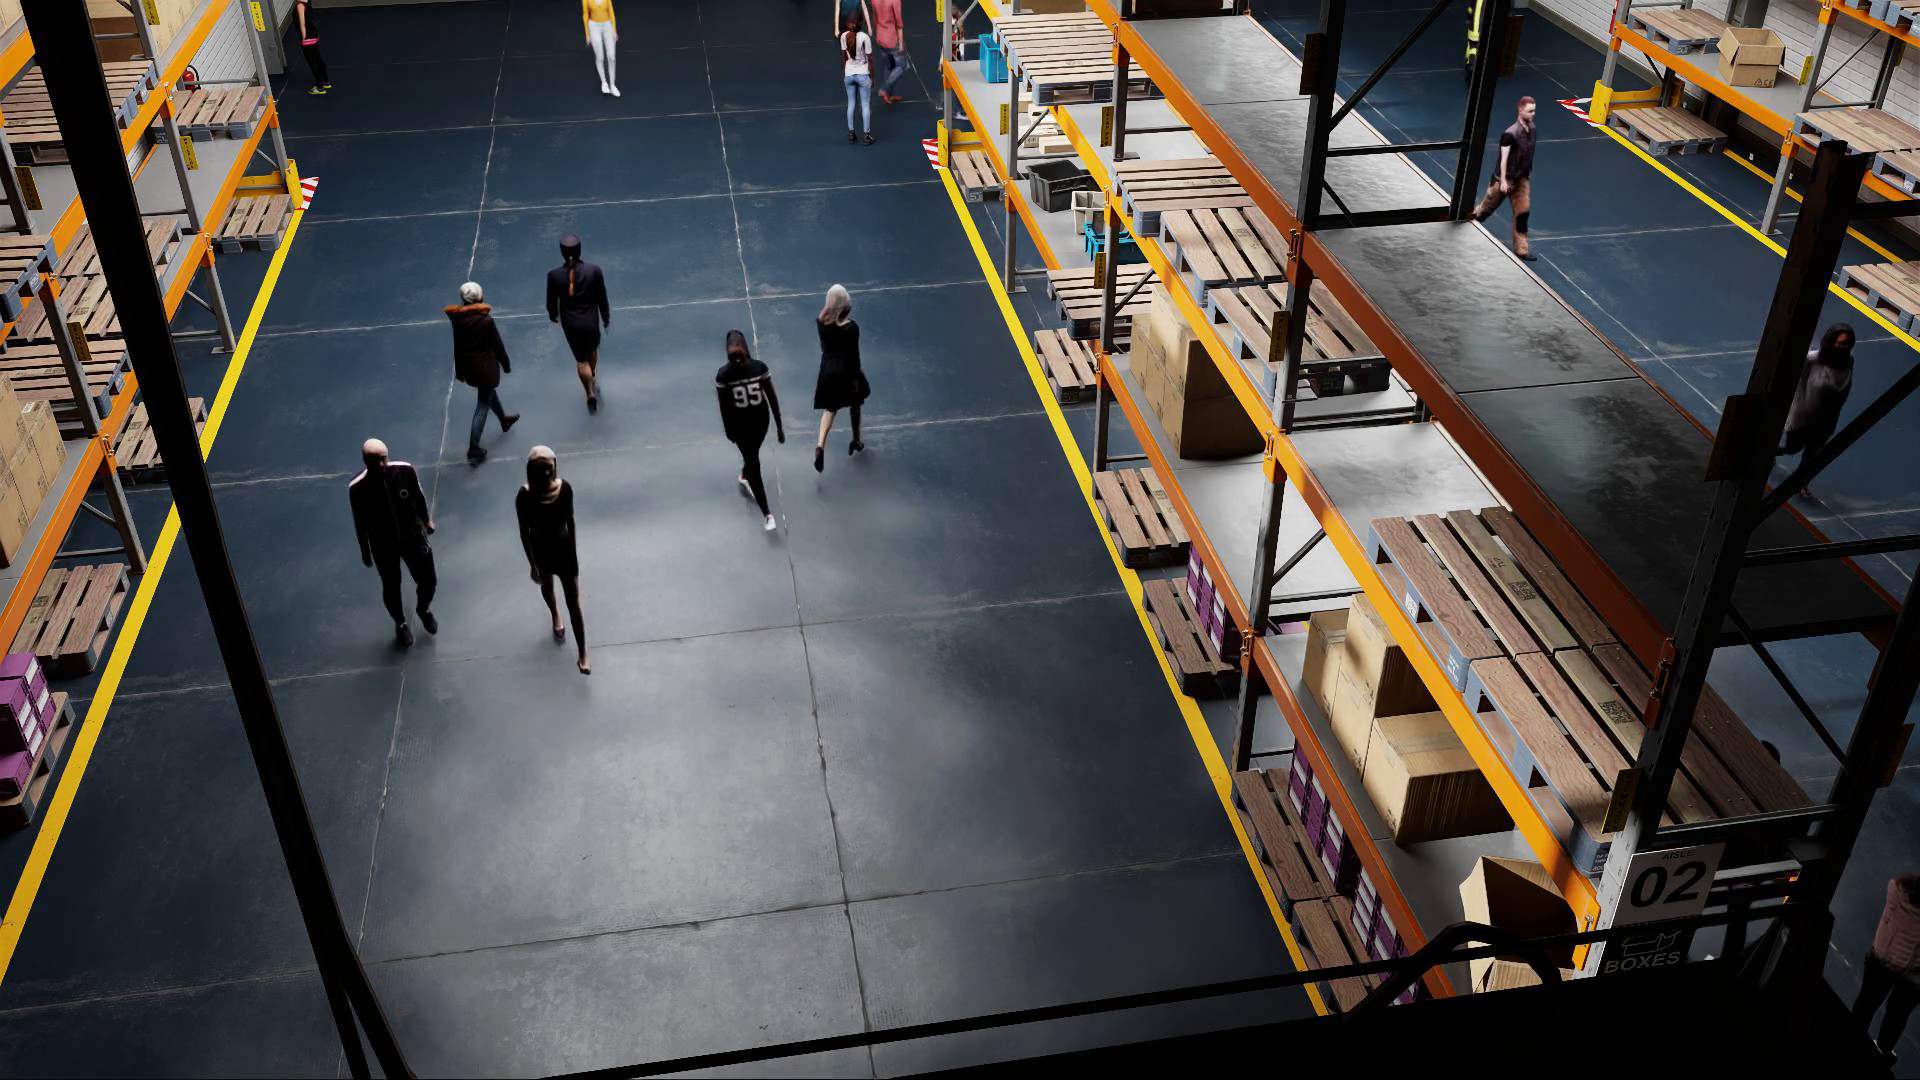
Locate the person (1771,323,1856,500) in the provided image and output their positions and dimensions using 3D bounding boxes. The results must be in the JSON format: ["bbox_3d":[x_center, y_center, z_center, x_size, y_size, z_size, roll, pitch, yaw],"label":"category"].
[{"bbox_3d":[7.342,-1.167,14.331,0.672,1.593,0.860,-2,34,-3],"label":"person"}]

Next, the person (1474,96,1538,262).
[{"bbox_3d":[6.028,-4.038,18.473,1.015,1.791,1.293,-21,39,-28],"label":"person"}]

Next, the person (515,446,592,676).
[{"bbox_3d":[-3.045,0.071,12.303,0.768,1.776,1.227,-13,36,-19],"label":"person"}]

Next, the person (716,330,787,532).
[{"bbox_3d":[-1.795,-0.992,13.990,0.872,1.679,1.265,-17,37,-23],"label":"person"}]

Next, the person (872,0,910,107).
[{"bbox_3d":[-0.997,-6.760,22.544,0.938,1.818,0.989,28,43,35],"label":"person"}]

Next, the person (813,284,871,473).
[{"bbox_3d":[-1.094,-1.376,14.533,0.926,1.719,1.127,13,36,19],"label":"person"}]

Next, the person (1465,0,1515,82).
[{"bbox_3d":[7.398,-7.315,23.352,0.959,1.847,1.019,10,35,14],"label":"person"}]

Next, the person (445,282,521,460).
[{"bbox_3d":[-4.292,-1.468,14.798,1.001,1.578,1.143,14,36,20],"label":"person"}]

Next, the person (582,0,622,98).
[{"bbox_3d":[-5.002,-7.063,23.076,0.703,1.732,0.844,-11,35,-16],"label":"person"}]

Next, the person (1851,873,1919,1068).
[{"bbox_3d":[5.145,2.288,9.072,0.695,1.661,0.755,7,34,10],"label":"person"}]

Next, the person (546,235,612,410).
[{"bbox_3d":[-3.534,-1.982,15.512,0.802,1.643,1.050,-10,35,-14],"label":"person"}]

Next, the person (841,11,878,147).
[{"bbox_3d":[-1.317,-5.957,21.423,0.667,1.720,0.684,12,35,17],"label":"person"}]

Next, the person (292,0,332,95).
[{"bbox_3d":[-9.078,-7.032,23.194,0.612,1.550,0.468,-2,34,-3],"label":"person"}]

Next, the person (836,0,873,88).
[{"bbox_3d":[-1.541,-7.119,23.183,0.757,1.706,0.924,-16,37,-22],"label":"person"}]

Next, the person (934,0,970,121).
[{"bbox_3d":[-0.004,-6.358,22.196,0.894,1.532,0.862,17,37,24],"label":"person"}]

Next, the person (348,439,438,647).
[{"bbox_3d":[-4.239,-0.033,12.427,0.842,1.813,0.815,-18,38,-25],"label":"person"}]
